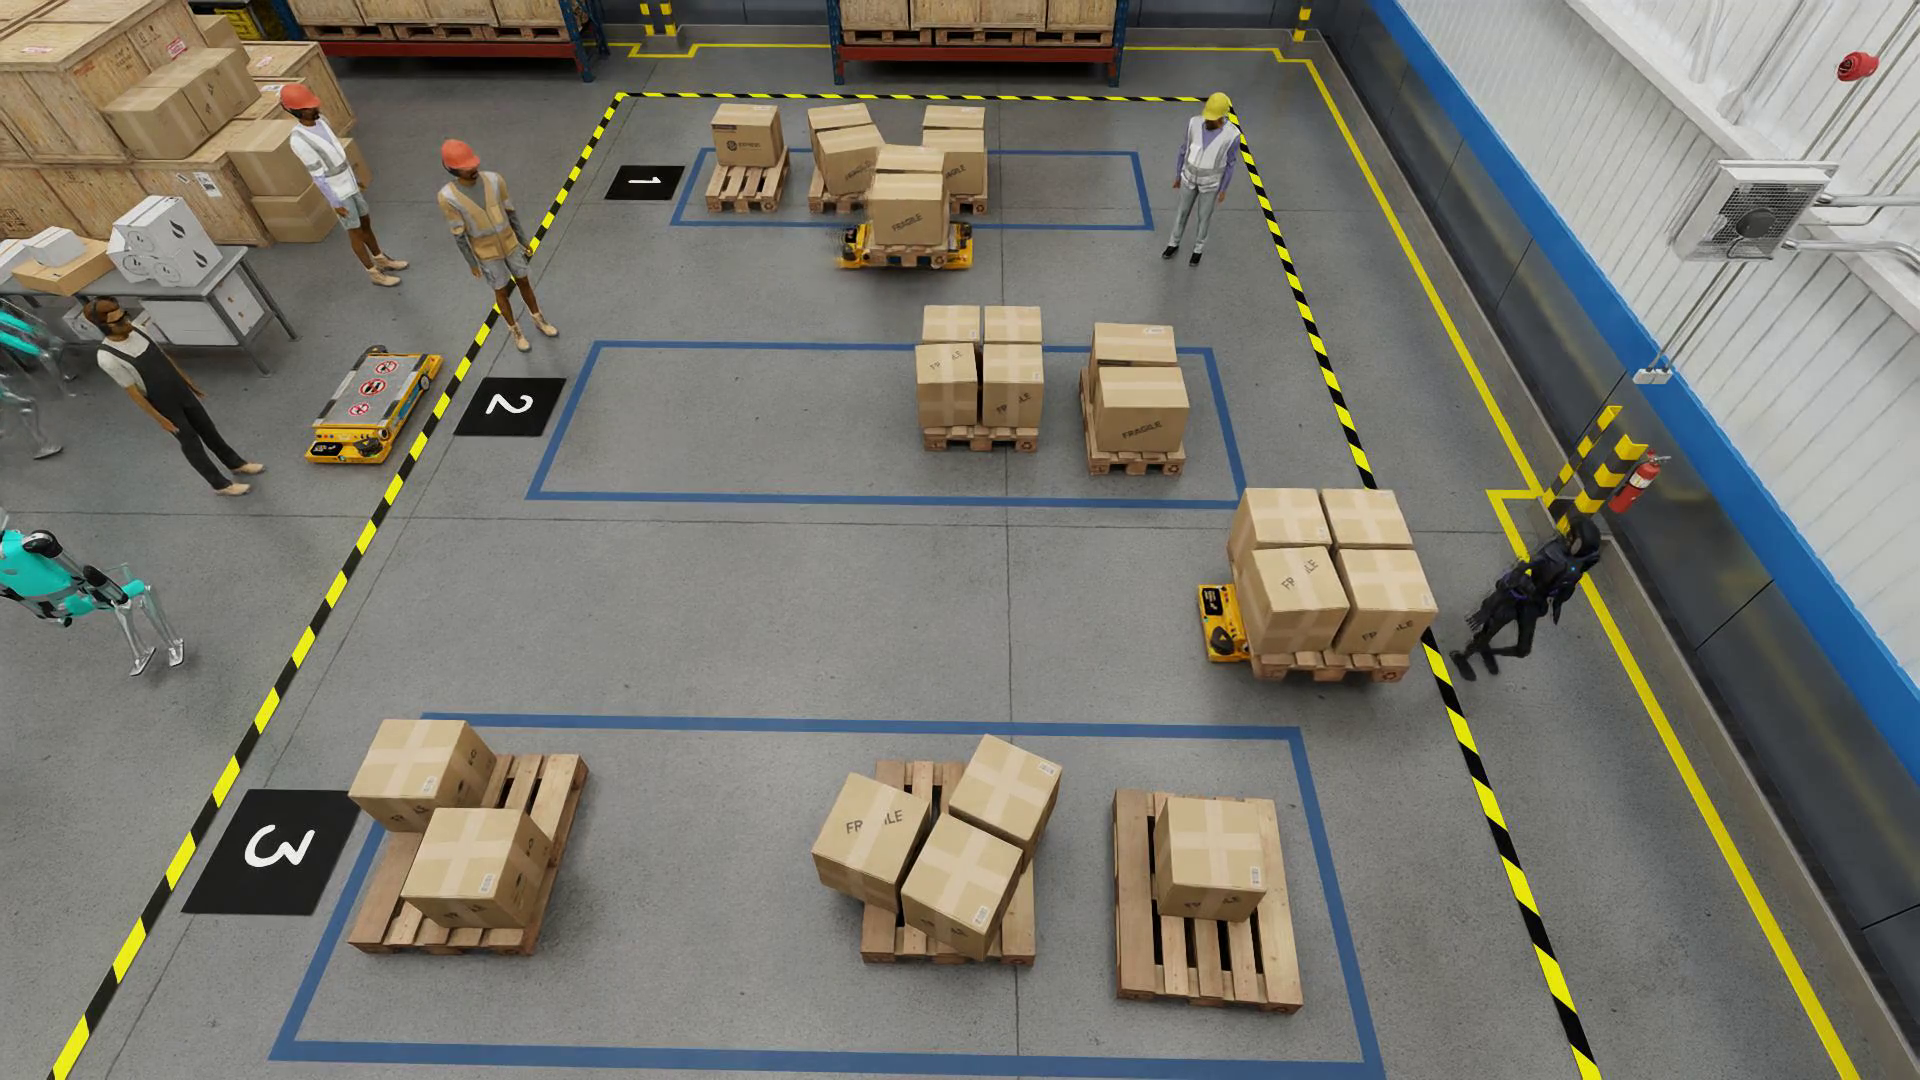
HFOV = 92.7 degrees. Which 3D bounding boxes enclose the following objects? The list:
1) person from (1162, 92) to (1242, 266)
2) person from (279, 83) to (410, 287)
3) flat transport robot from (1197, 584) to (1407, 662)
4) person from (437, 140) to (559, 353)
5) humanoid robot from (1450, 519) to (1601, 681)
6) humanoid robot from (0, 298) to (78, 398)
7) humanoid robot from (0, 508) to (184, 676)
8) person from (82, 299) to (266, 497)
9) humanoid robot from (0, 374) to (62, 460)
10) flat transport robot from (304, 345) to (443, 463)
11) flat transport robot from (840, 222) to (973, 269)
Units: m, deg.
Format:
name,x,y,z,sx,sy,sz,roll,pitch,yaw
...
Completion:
name,x,y,z,sx,sy,sz,roll,pitch,yaw
person,2.497,-3.723,9.499,0.586,1.822,0.404,25,54,19
person,-6.175,-3.536,9.198,0.388,2.044,0.606,-3,50,-2
flat transport robot,2.548,0.592,6.848,1.431,0.197,0.652,1,50,1
person,-4.279,-2.694,8.486,0.373,2.042,0.613,35,58,26
humanoid robot,3.737,0.430,6.079,0.613,1.643,0.332,-6,50,-5
humanoid robot,-8.502,-2.016,8.129,0.781,1.802,0.531,-9,50,-7
humanoid robot,-5.825,0.256,6.101,0.533,1.675,0.735,-12,51,-10
person,-6.247,-1.106,7.279,0.351,1.841,0.506,-2,50,-2
humanoid robot,-8.255,-1.303,7.511,0.949,1.735,0.553,-1,50,-1
flat transport robot,-5.383,-1.269,8.441,0.659,0.231,1.431,1,50,1
flat transport robot,-0.575,-3.269,10.115,1.431,0.197,0.652,1,50,1
